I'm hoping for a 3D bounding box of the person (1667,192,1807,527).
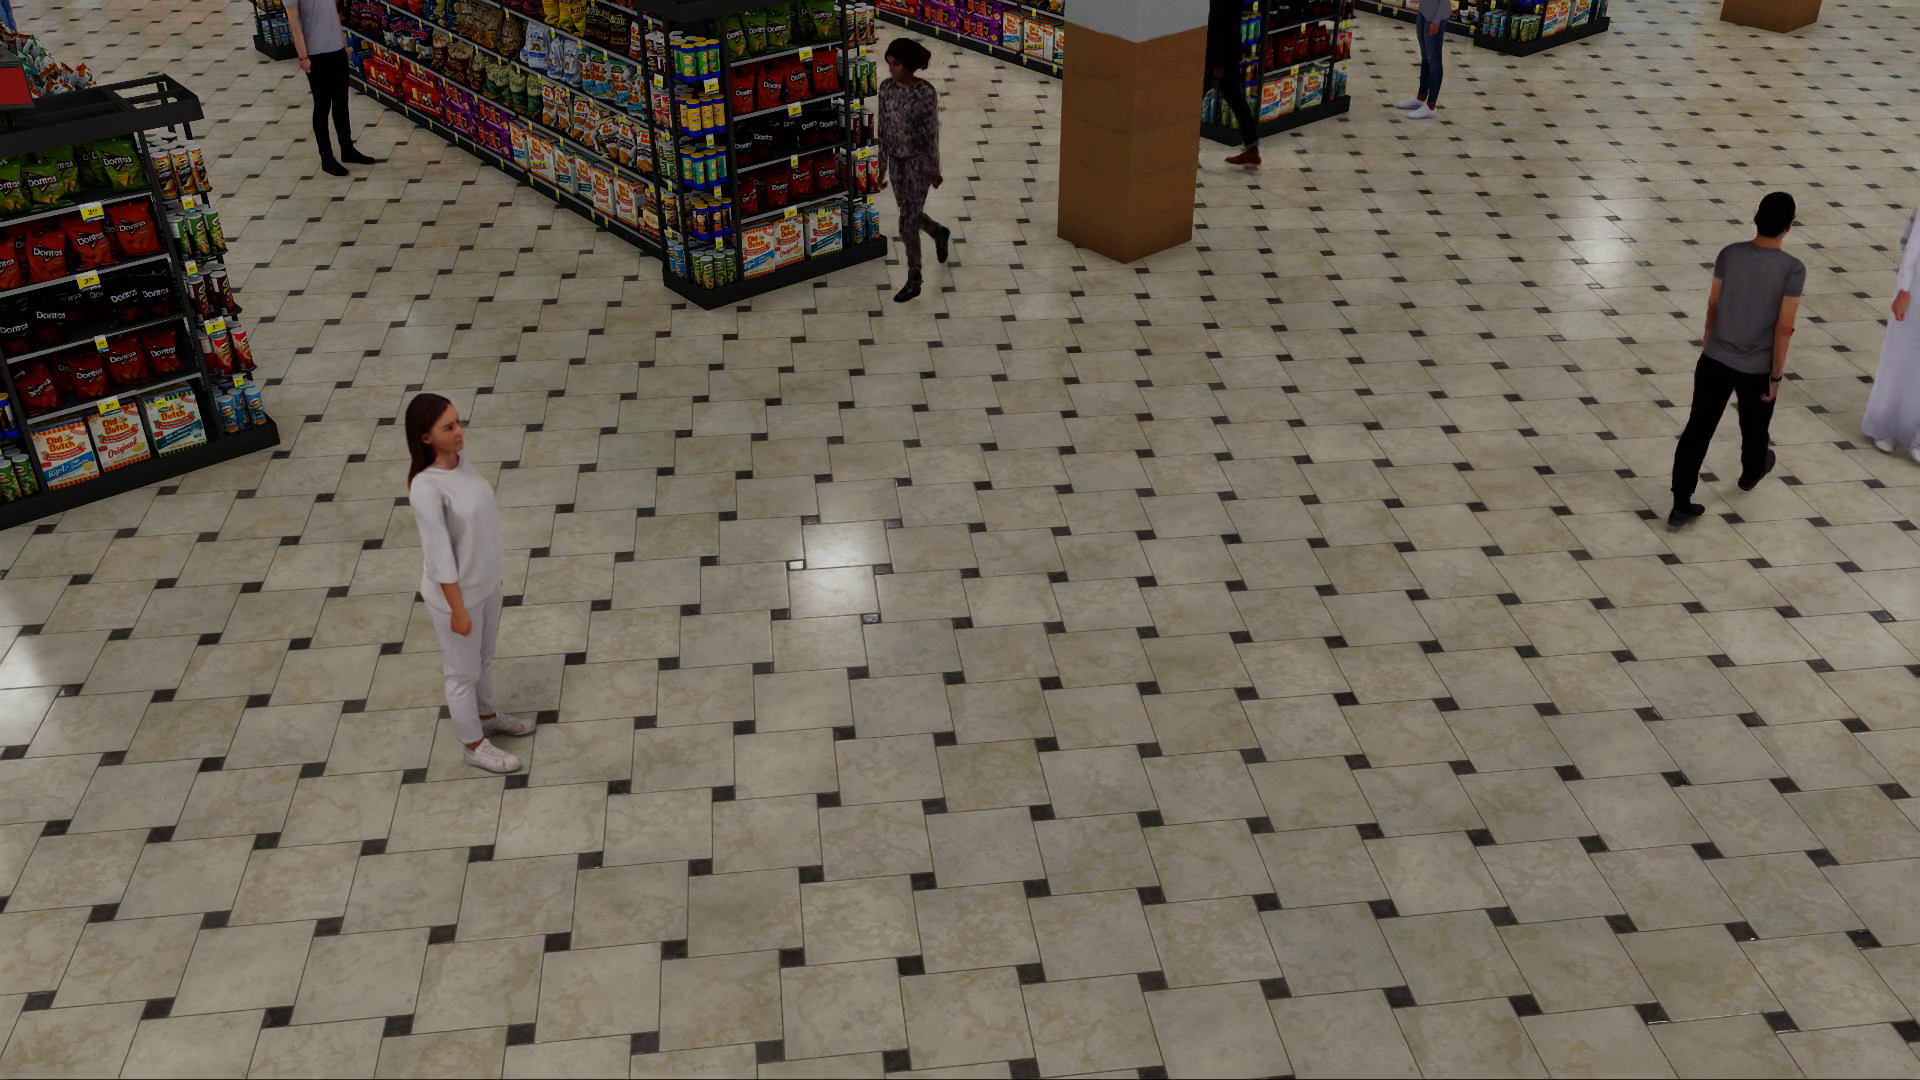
[{"bbox_3d":[3.864,-0.850,8.360,0.761,1.716,1.054,-27,41,-36],"label":"person"}]

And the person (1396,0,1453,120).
[{"bbox_3d":[4.064,-4.497,14.203,0.747,1.736,0.662,-1,32,-2],"label":"person"}]

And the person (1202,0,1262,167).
[{"bbox_3d":[2.111,-3.750,12.977,1.305,1.762,0.992,16,35,24],"label":"person"}]

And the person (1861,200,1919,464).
[{"bbox_3d":[5.300,-1.390,9.042,0.884,1.913,0.933,9,33,14],"label":"person"}]

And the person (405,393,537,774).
[{"bbox_3d":[-2.019,0.172,6.744,0.739,1.688,0.677,2,32,4],"label":"person"}]

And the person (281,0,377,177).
[{"bbox_3d":[-4.995,-3.829,13.008,0.714,1.864,0.742,14,34,21],"label":"person"}]

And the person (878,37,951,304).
[{"bbox_3d":[-0.293,-2.473,11.002,1.062,1.681,0.813,18,36,26],"label":"person"}]
